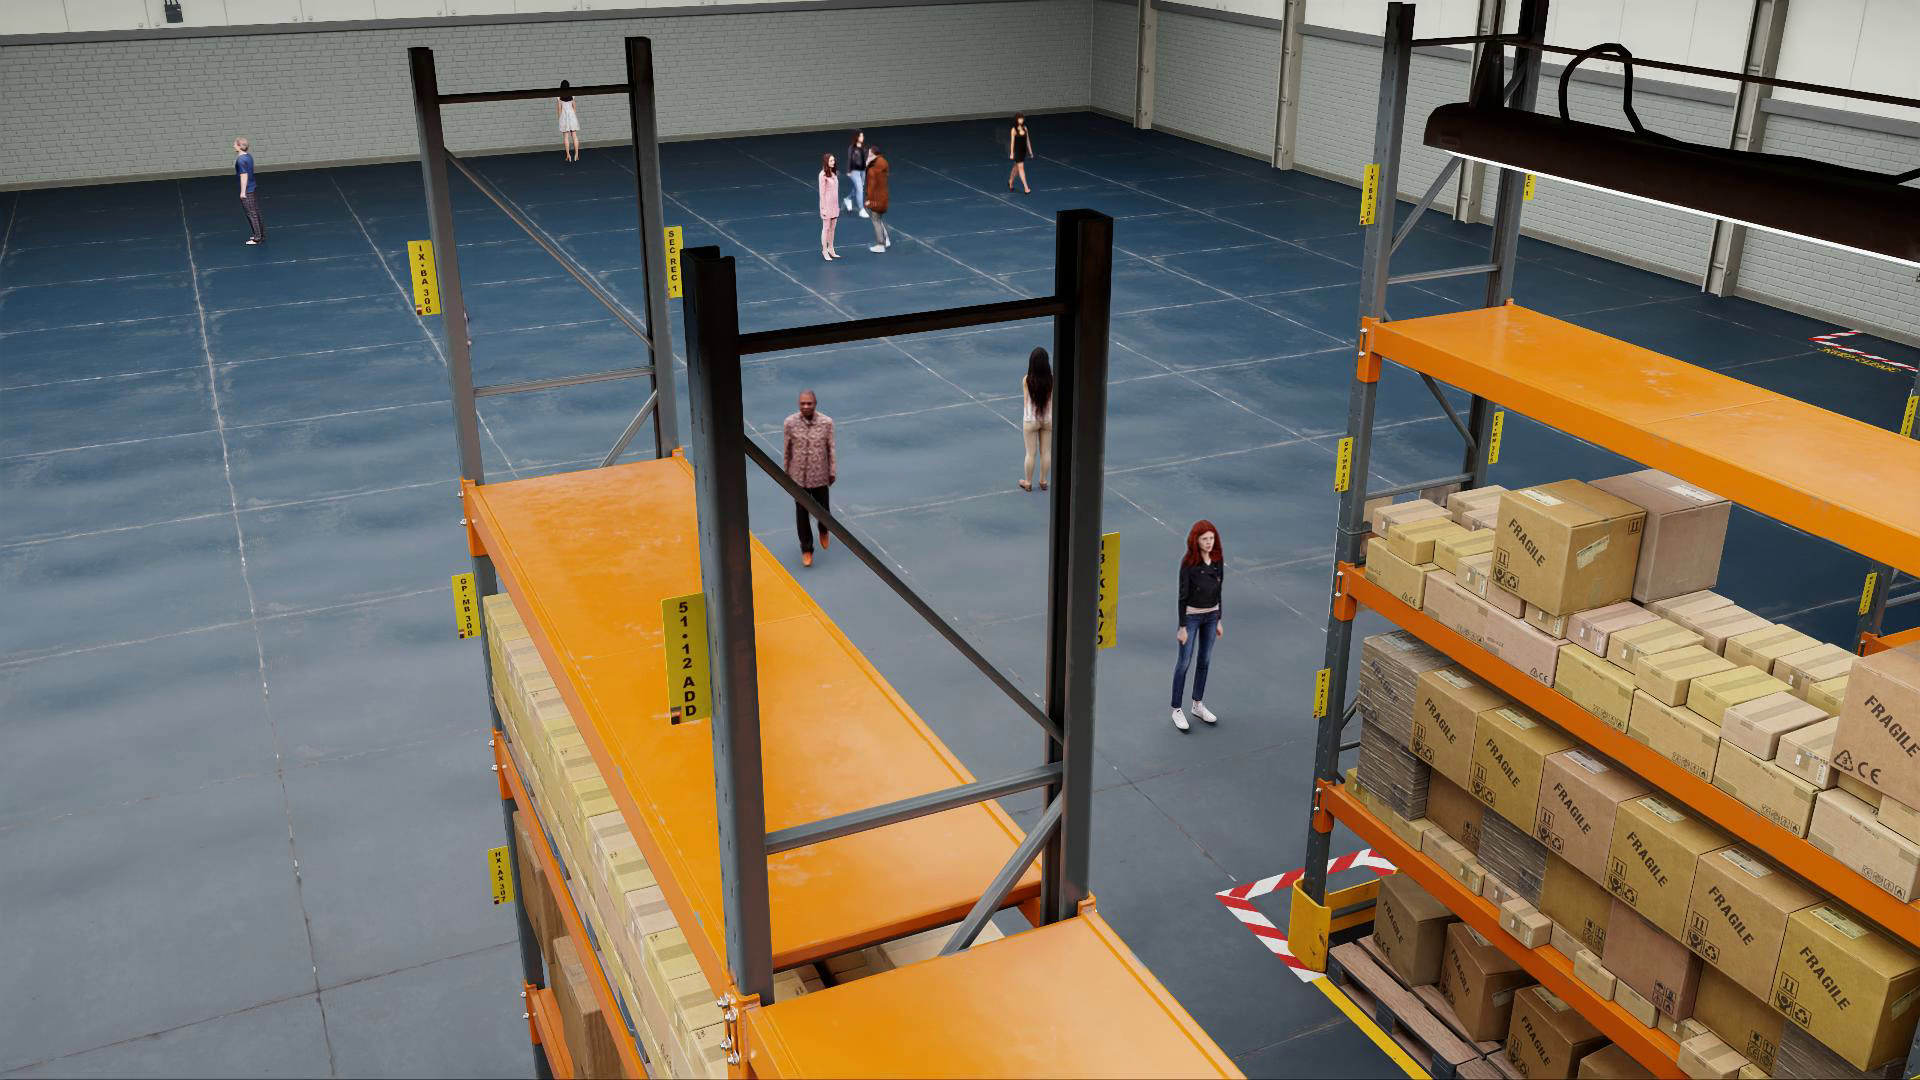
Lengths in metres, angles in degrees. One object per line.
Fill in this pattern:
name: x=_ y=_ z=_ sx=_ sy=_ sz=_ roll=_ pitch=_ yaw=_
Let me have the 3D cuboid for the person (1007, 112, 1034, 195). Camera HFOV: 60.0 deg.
person: x=1.159 y=-7.855 z=33.836 sx=0.737 sy=1.599 sz=1.102 roll=-18 pitch=29 yaw=-36

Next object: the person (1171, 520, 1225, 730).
person: x=1.945 y=0.676 z=13.535 sx=0.571 sy=1.787 sz=0.510 roll=-11 pitch=25 yaw=-24

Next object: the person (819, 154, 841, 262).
person: x=-2.254 y=-5.735 z=28.589 sx=0.707 sy=1.803 sz=0.693 roll=13 pitch=27 yaw=29

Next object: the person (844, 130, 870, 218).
person: x=-2.008 y=-7.027 z=31.886 sx=0.861 sy=1.601 sz=1.146 roll=-21 pitch=31 yaw=-40

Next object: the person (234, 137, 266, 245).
person: x=-12.711 y=-6.249 z=29.709 sx=0.785 sy=1.872 sz=0.614 roll=-2 pitch=23 yaw=-4

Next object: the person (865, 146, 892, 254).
person: x=-1.345 y=-5.920 z=29.003 sx=0.895 sy=1.820 sz=0.835 roll=7 pitch=24 yaw=16

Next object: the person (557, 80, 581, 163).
person: x=-8.763 y=-9.386 z=37.213 sx=0.628 sy=1.775 sz=0.608 roll=-10 pitch=25 yaw=-23

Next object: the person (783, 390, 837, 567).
person: x=-1.509 y=-0.659 z=16.668 sx=0.866 sy=1.790 sz=0.965 roll=-1 pitch=23 yaw=-2

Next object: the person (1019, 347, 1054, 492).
person: x=0.873 y=-1.325 z=18.411 sx=0.623 sy=1.653 sz=0.567 roll=-10 pitch=25 yaw=-23
